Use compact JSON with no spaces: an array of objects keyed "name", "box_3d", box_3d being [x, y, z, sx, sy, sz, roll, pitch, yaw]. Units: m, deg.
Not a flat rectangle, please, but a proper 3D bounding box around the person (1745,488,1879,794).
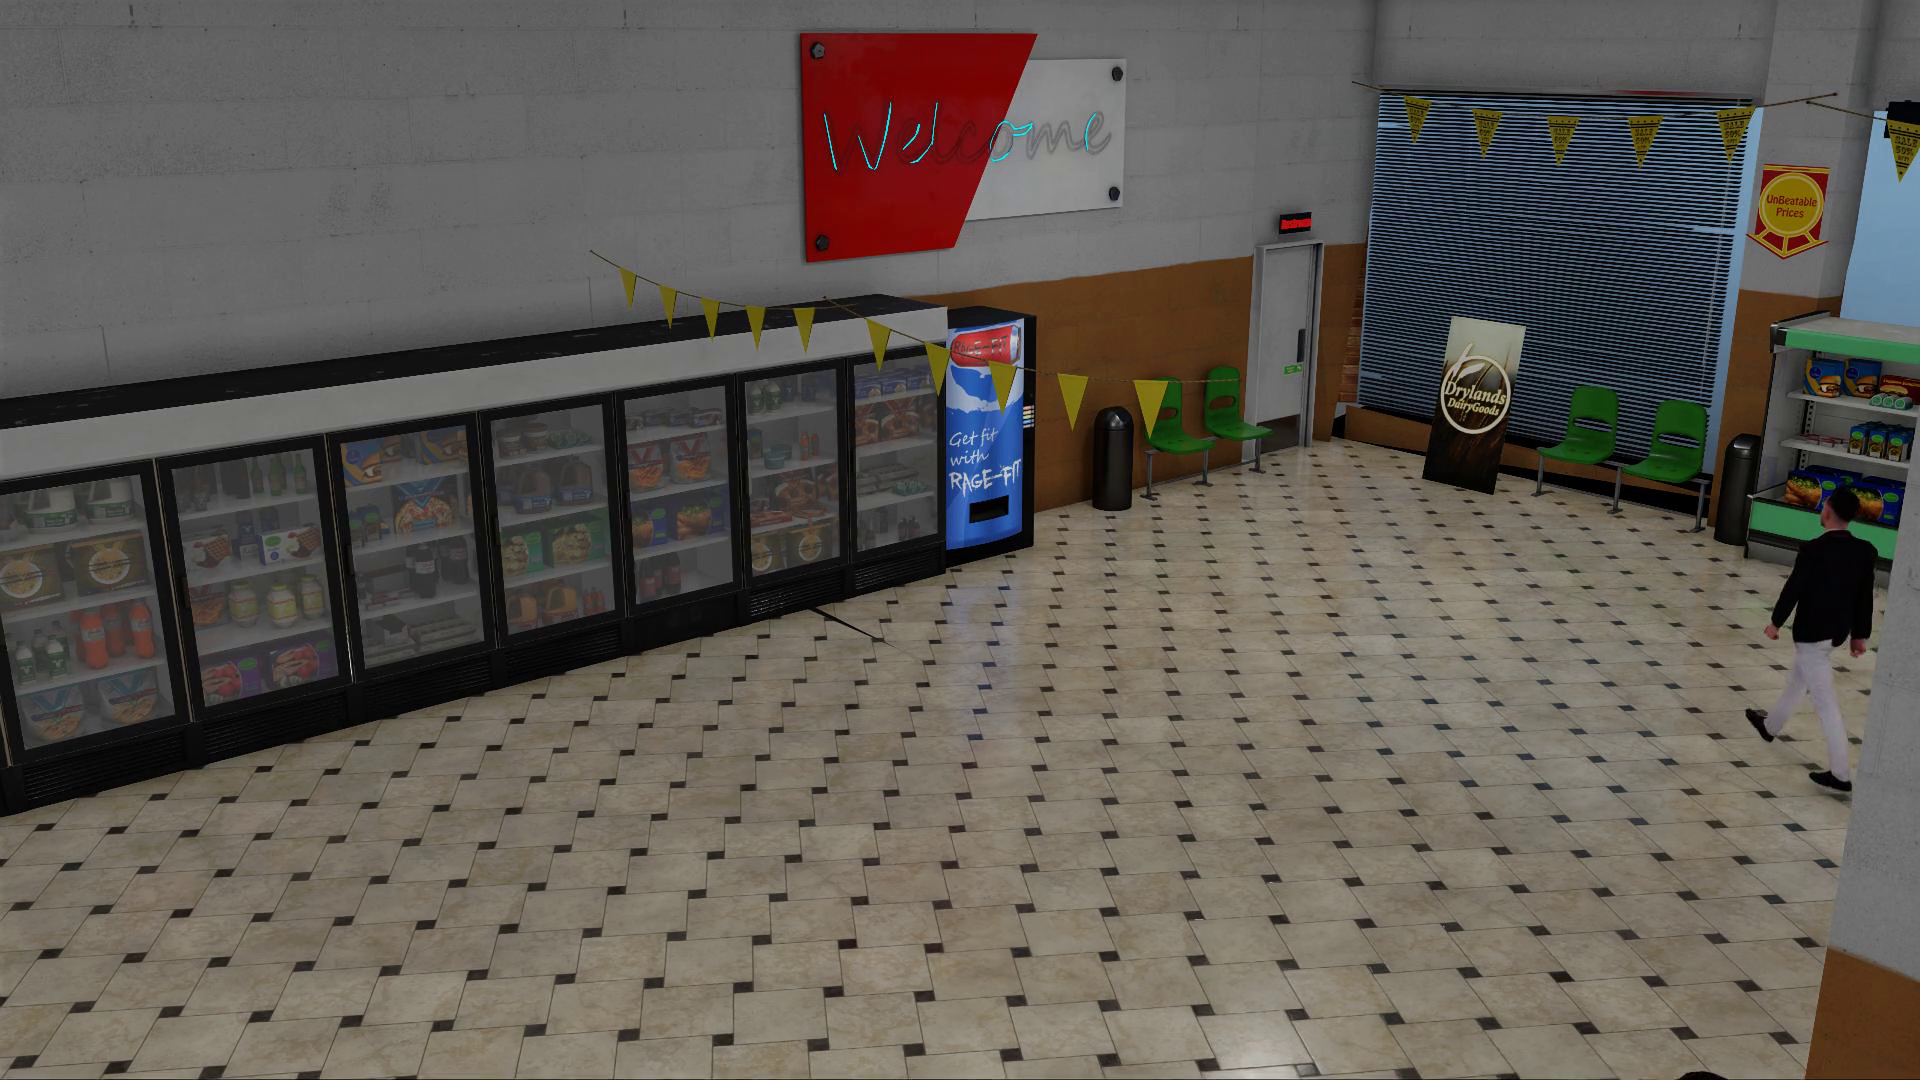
[{"name":"person","box_3d":[5.244,0.649,10.024,1.033,1.772,1.343,-4,17,-14]}]
